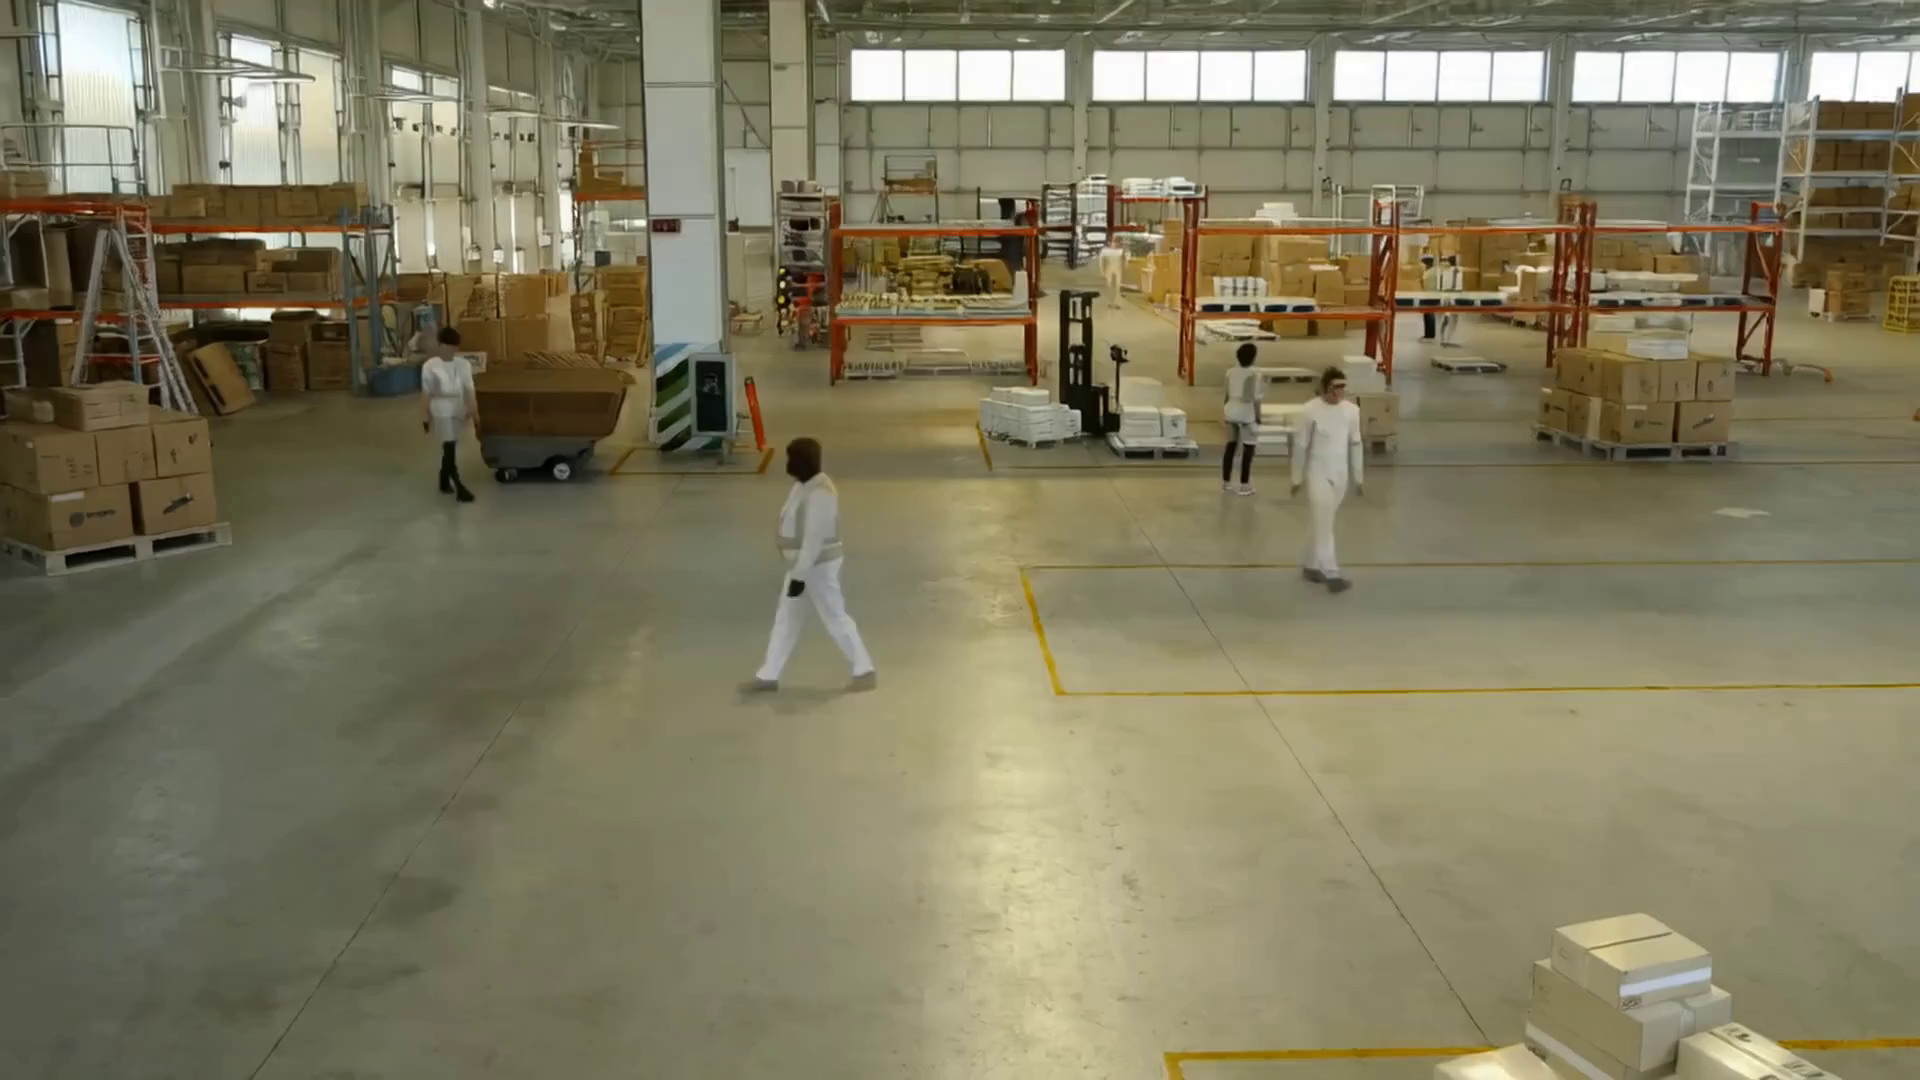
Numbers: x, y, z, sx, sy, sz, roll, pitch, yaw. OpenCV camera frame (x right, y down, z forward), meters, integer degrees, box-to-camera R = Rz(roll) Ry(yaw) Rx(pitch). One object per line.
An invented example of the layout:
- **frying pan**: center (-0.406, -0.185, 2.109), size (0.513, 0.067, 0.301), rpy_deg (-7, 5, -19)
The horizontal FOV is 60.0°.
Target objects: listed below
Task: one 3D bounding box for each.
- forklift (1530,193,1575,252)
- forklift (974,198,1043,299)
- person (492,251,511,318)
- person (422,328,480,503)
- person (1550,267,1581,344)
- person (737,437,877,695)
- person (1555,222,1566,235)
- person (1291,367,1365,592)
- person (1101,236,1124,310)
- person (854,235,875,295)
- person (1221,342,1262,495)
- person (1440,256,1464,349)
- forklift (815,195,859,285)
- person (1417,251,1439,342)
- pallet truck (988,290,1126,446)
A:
- **forklift**: center (20.956, -10.670, 57.897), size (1.873, 2.768, 1.129), rpy_deg (0, 12, -2)
- **forklift**: center (1.356, -8.191, 46.703), size (1.873, 2.768, 1.129), rpy_deg (-1, 13, -3)
- **person**: center (-11.297, -6.264, 40.851), size (0.319, 1.631, 0.525), rpy_deg (-11, 17, -41)
- **person**: center (-5.604, -1.389, 18.278), size (0.563, 1.882, 1.012), rpy_deg (-11, 17, -42)
- **person**: center (12.614, -4.868, 34.585), size (0.738, 1.612, 0.532), rpy_deg (3, 13, 15)
- **person**: center (-1.020, 0.192, 11.345), size (0.952, 1.797, 0.628), rpy_deg (-5, 13, -22)
- **person**: center (19.963, -9.596, 55.218), size (0.542, 1.927, 0.374), rpy_deg (-10, 16, -38)
- **person**: center (3.226, -0.508, 14.225), size (0.655, 1.906, 0.900), rpy_deg (-6, 14, -25)
- **person**: center (3.958, -6.901, 43.046), size (0.652, 1.919, 0.568), rpy_deg (-3, 13, -12)
- **person**: center (-2.759, -8.000, 48.016), size (0.629, 1.935, 0.377), rpy_deg (-3, 13, -13)
- **person**: center (3.152, -1.360, 18.582), size (0.321, 1.690, 0.533), rpy_deg (-10, 16, -38)
- **person**: center (9.988, -4.810, 33.711), size (0.355, 1.883, 0.573), rpy_deg (-6, 14, -24)
- **forklift**: center (-4.210, -9.443, 52.354), size (1.873, 2.768, 1.129), rpy_deg (-7, 14, -28)
- **person**: center (9.892, -5.139, 35.127), size (0.395, 1.919, 0.582), rpy_deg (7, 14, 30)
- **pallet truck**: center (1.257, -2.299, 22.111), size (1.885, 1.965, 0.823), rpy_deg (-9, 15, -35)
